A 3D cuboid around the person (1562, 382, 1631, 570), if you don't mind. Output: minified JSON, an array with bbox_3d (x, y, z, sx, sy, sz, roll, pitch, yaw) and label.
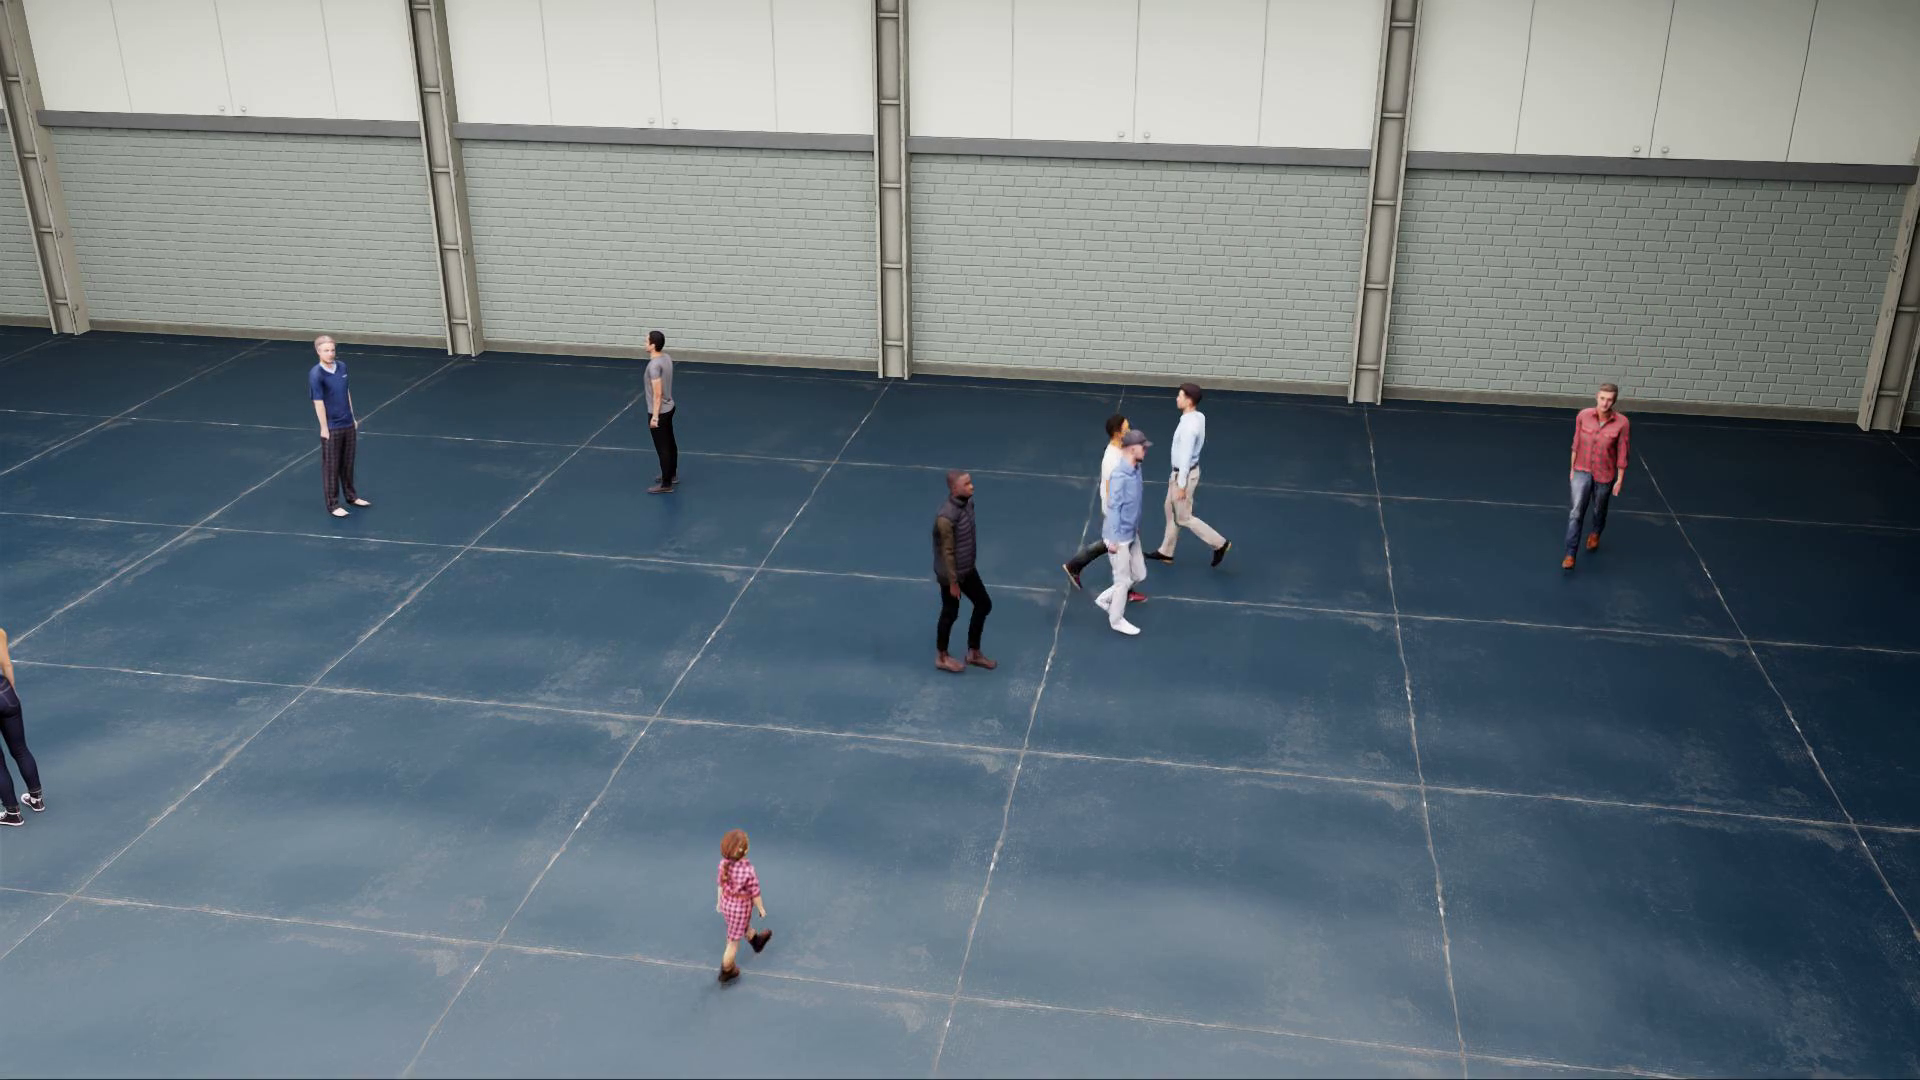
[{"bbox_3d":[6.112,-0.647,15.955,1.299,1.781,1.071,13,26,27],"label":"person"}]

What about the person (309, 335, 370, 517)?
[{"bbox_3d":[-6.441,-1.199,17.137,0.646,1.870,0.719,10,25,22],"label":"person"}]

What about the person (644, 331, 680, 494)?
[{"bbox_3d":[-3.186,-1.387,17.727,0.570,1.755,0.636,1,23,3],"label":"person"}]

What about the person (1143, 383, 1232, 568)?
[{"bbox_3d":[2.200,-0.581,15.736,1.126,1.829,0.719,7,24,15],"label":"person"}]

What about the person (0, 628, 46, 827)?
[{"bbox_3d":[-6.799,1.174,11.684,0.617,1.772,0.660,10,25,23],"label":"person"}]

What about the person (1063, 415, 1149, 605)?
[{"bbox_3d":[1.332,-0.279,15.083,1.023,1.786,0.658,3,23,8],"label":"person"}]

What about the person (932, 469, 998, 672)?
[{"bbox_3d":[-0.097,0.253,13.788,0.869,1.820,0.842,11,25,25],"label":"person"}]

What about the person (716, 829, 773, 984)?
[{"bbox_3d":[-1.382,2.246,10.148,0.731,1.001,0.656,13,26,29],"label":"person"}]

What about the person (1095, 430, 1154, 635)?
[{"bbox_3d":[1.344,-0.075,14.495,0.815,1.869,0.771,12,26,26],"label":"person"}]
